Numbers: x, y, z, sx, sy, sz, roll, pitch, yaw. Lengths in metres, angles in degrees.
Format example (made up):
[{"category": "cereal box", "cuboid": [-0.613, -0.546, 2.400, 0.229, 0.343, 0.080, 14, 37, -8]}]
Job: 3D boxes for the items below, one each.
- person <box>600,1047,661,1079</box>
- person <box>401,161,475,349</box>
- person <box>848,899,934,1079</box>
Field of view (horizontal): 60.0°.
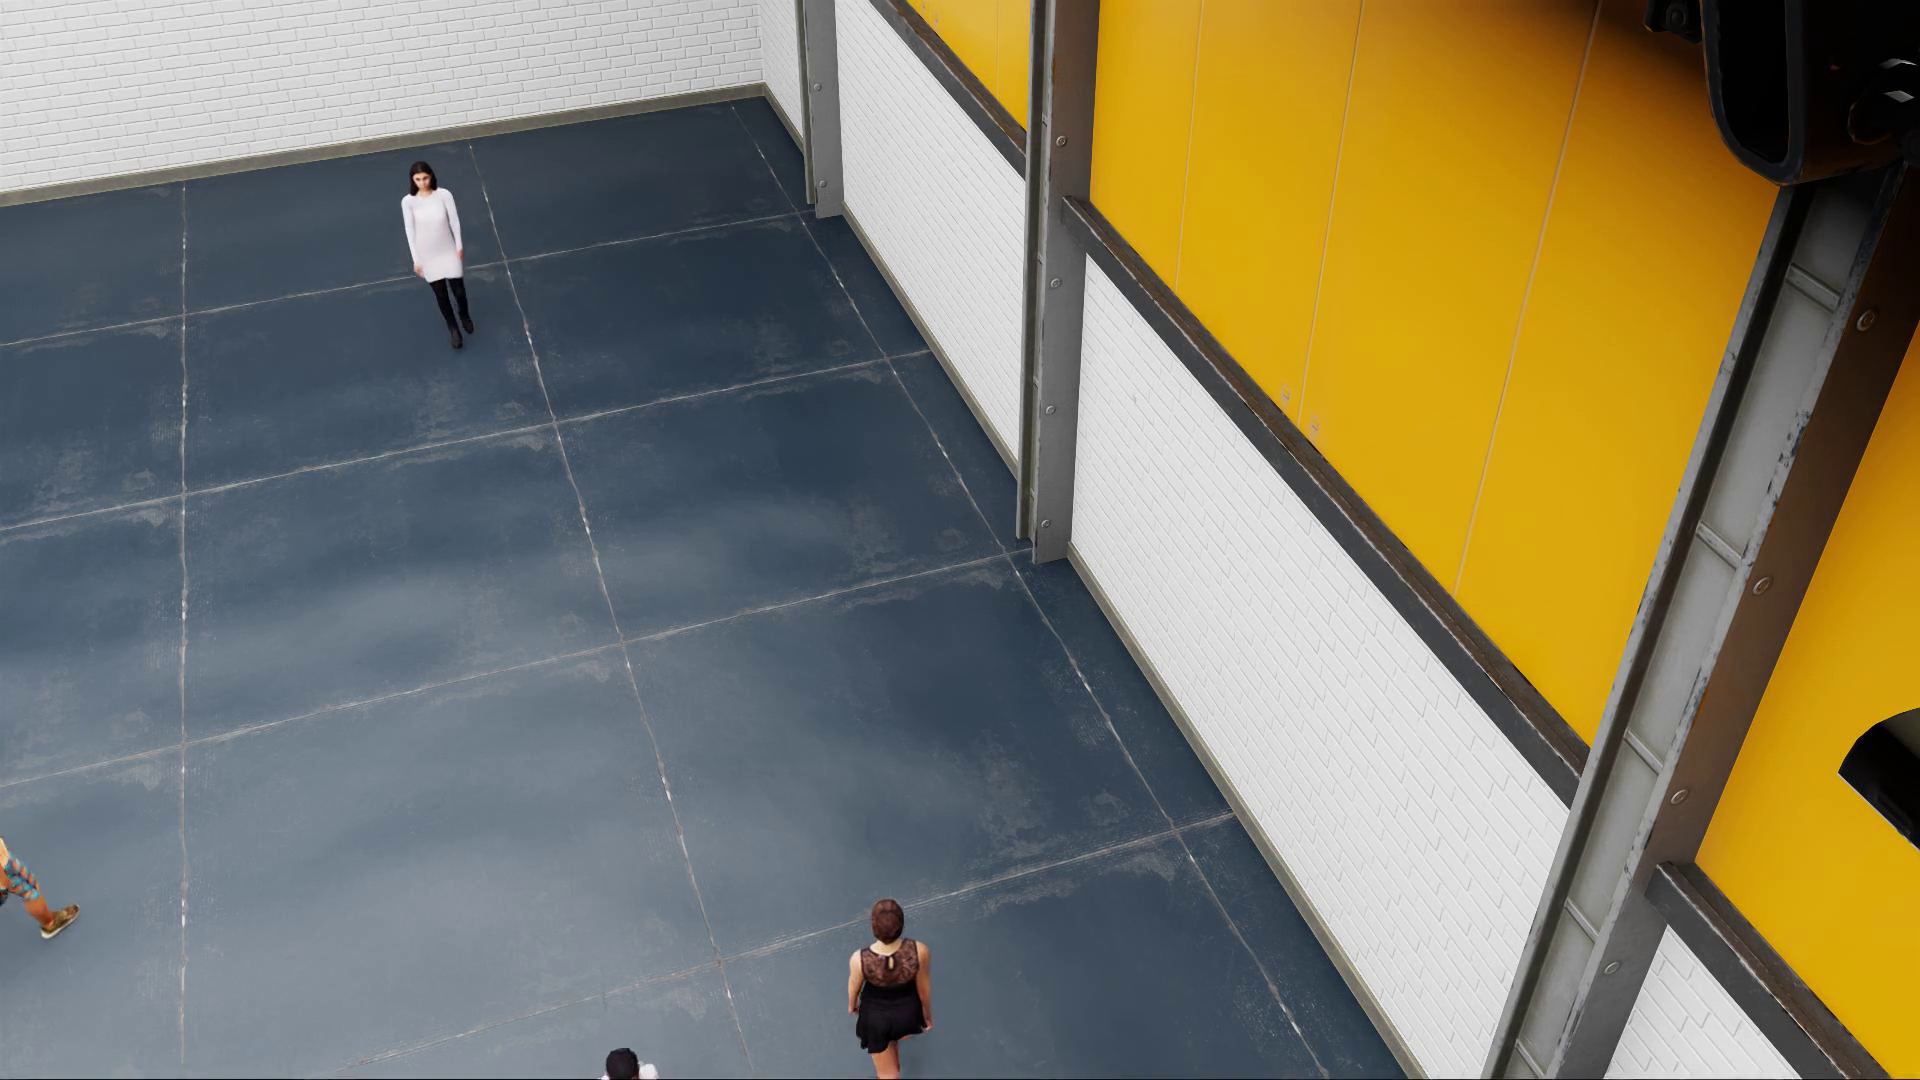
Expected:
[{"category": "person", "cuboid": [-1.625, 2.888, 8.432, 0.542, 1.241, 0.565, -8, 39, -9]}, {"category": "person", "cuboid": [-4.650, -2.579, 14.834, 0.631, 1.794, 0.661, -10, 40, -12]}, {"category": "person", "cuboid": [-0.346, 2.518, 8.580, 0.691, 1.634, 1.091, -7, 39, -9]}]
